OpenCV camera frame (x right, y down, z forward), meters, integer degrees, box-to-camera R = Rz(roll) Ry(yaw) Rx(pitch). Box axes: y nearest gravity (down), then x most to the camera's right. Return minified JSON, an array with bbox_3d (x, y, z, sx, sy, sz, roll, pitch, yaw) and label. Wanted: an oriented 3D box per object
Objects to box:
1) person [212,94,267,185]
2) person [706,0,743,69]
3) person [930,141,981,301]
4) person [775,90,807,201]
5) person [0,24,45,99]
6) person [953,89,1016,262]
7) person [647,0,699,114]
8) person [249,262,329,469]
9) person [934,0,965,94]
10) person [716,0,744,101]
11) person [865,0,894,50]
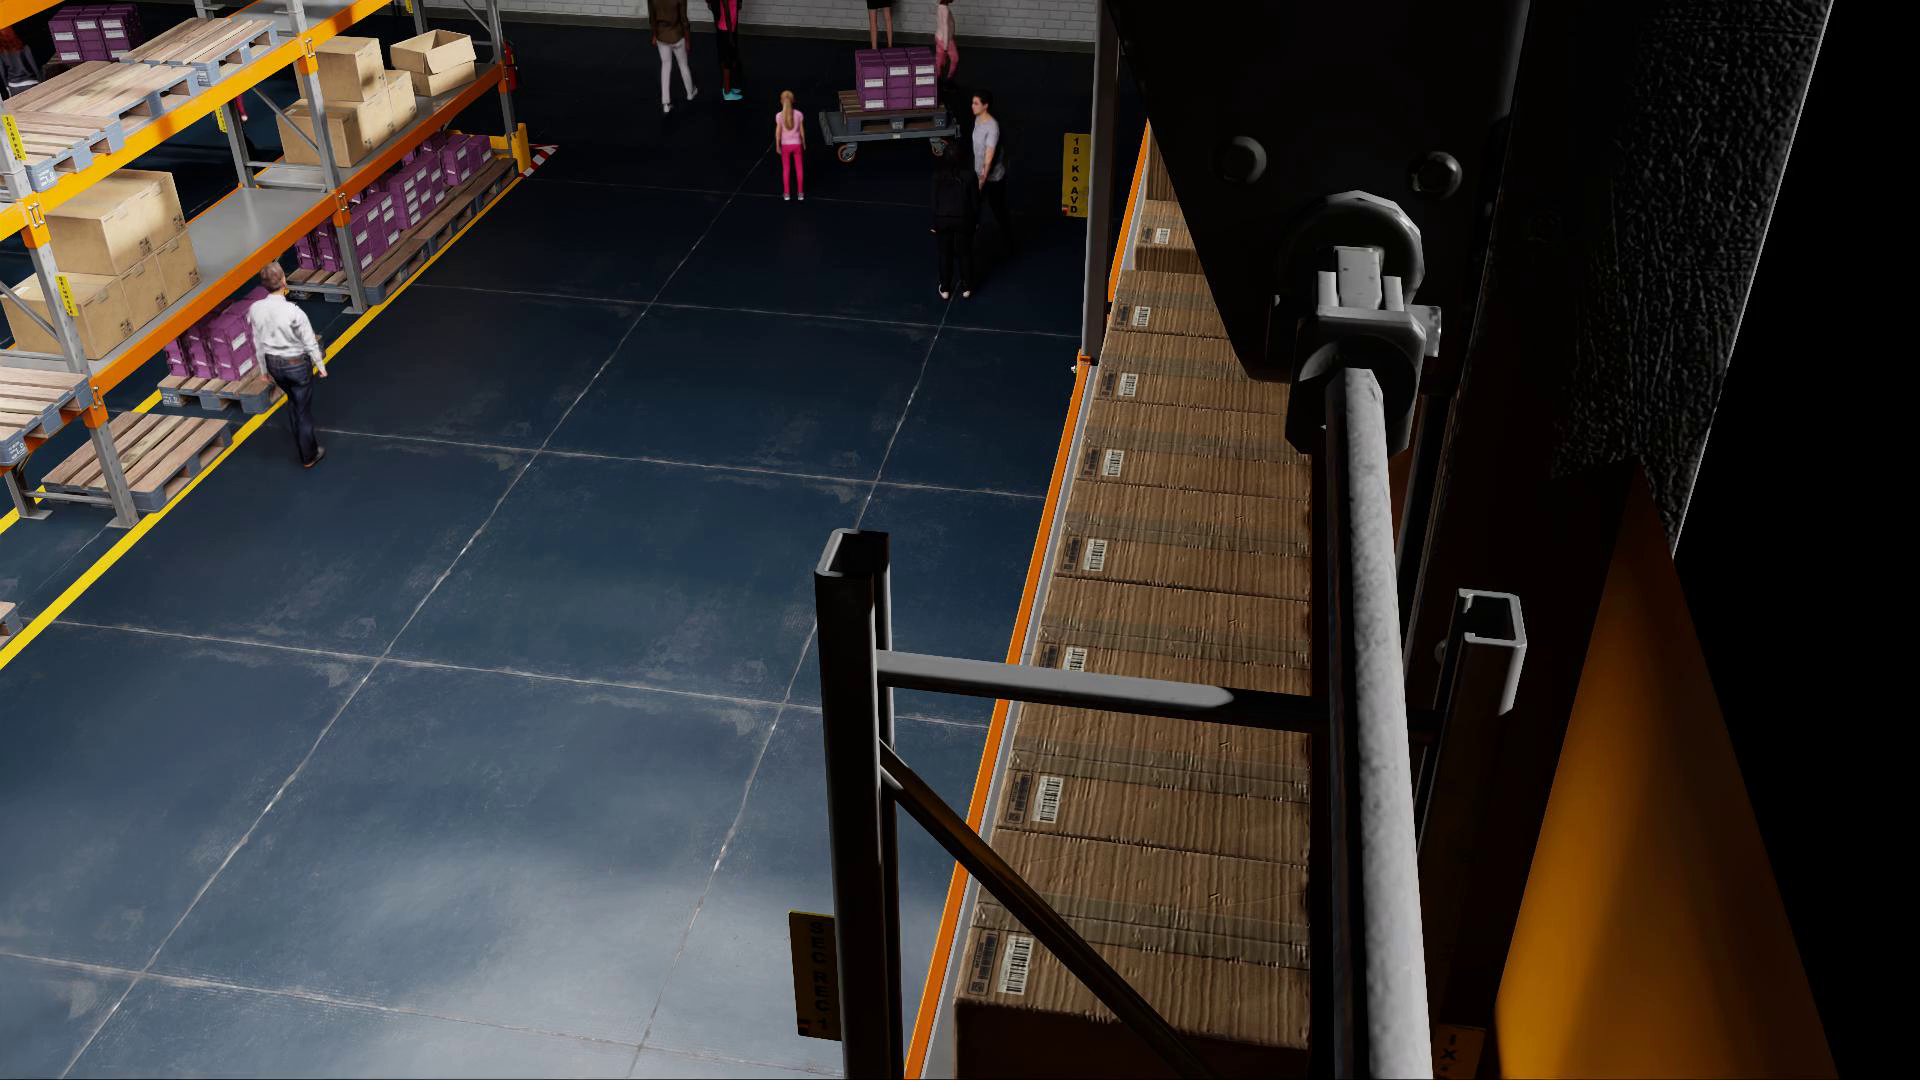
[{"bbox_3d":[-8.446,-4.991,19.348,0.754,1.624,0.875,21,39,28],"label":"person"},{"bbox_3d":[-3.227,-7.350,22.806,0.706,1.724,0.661,-5,34,-8],"label":"person"},{"bbox_3d":[-0.055,-3.191,16.648,0.715,1.616,0.695,-2,34,-3],"label":"person"},{"bbox_3d":[-1.911,-4.499,18.926,0.545,1.272,0.577,-3,34,-4],"label":"person"},{"bbox_3d":[-11.043,-5.300,19.673,0.645,1.780,0.603,-4,34,-7],"label":"person"},{"bbox_3d":[0.395,-3.782,17.341,1.106,1.833,1.088,-18,37,-24],"label":"person"},{"bbox_3d":[-3.727,-6.365,21.269,0.737,1.787,1.043,6,34,9],"label":"person"},{"bbox_3d":[-5.594,-1.406,13.786,0.671,1.811,0.622,5,34,7],"label":"person"},{"bbox_3d":[-0.263,-6.623,21.972,0.724,1.437,0.652,-10,35,-15],"label":"person"},{"bbox_3d":[-3.054,-6.661,21.772,0.690,1.724,0.577,-5,34,-7],"label":"person"},{"bbox_3d":[-1.131,-7.578,23.076,0.660,1.806,0.684,-15,36,-21],"label":"person"}]
